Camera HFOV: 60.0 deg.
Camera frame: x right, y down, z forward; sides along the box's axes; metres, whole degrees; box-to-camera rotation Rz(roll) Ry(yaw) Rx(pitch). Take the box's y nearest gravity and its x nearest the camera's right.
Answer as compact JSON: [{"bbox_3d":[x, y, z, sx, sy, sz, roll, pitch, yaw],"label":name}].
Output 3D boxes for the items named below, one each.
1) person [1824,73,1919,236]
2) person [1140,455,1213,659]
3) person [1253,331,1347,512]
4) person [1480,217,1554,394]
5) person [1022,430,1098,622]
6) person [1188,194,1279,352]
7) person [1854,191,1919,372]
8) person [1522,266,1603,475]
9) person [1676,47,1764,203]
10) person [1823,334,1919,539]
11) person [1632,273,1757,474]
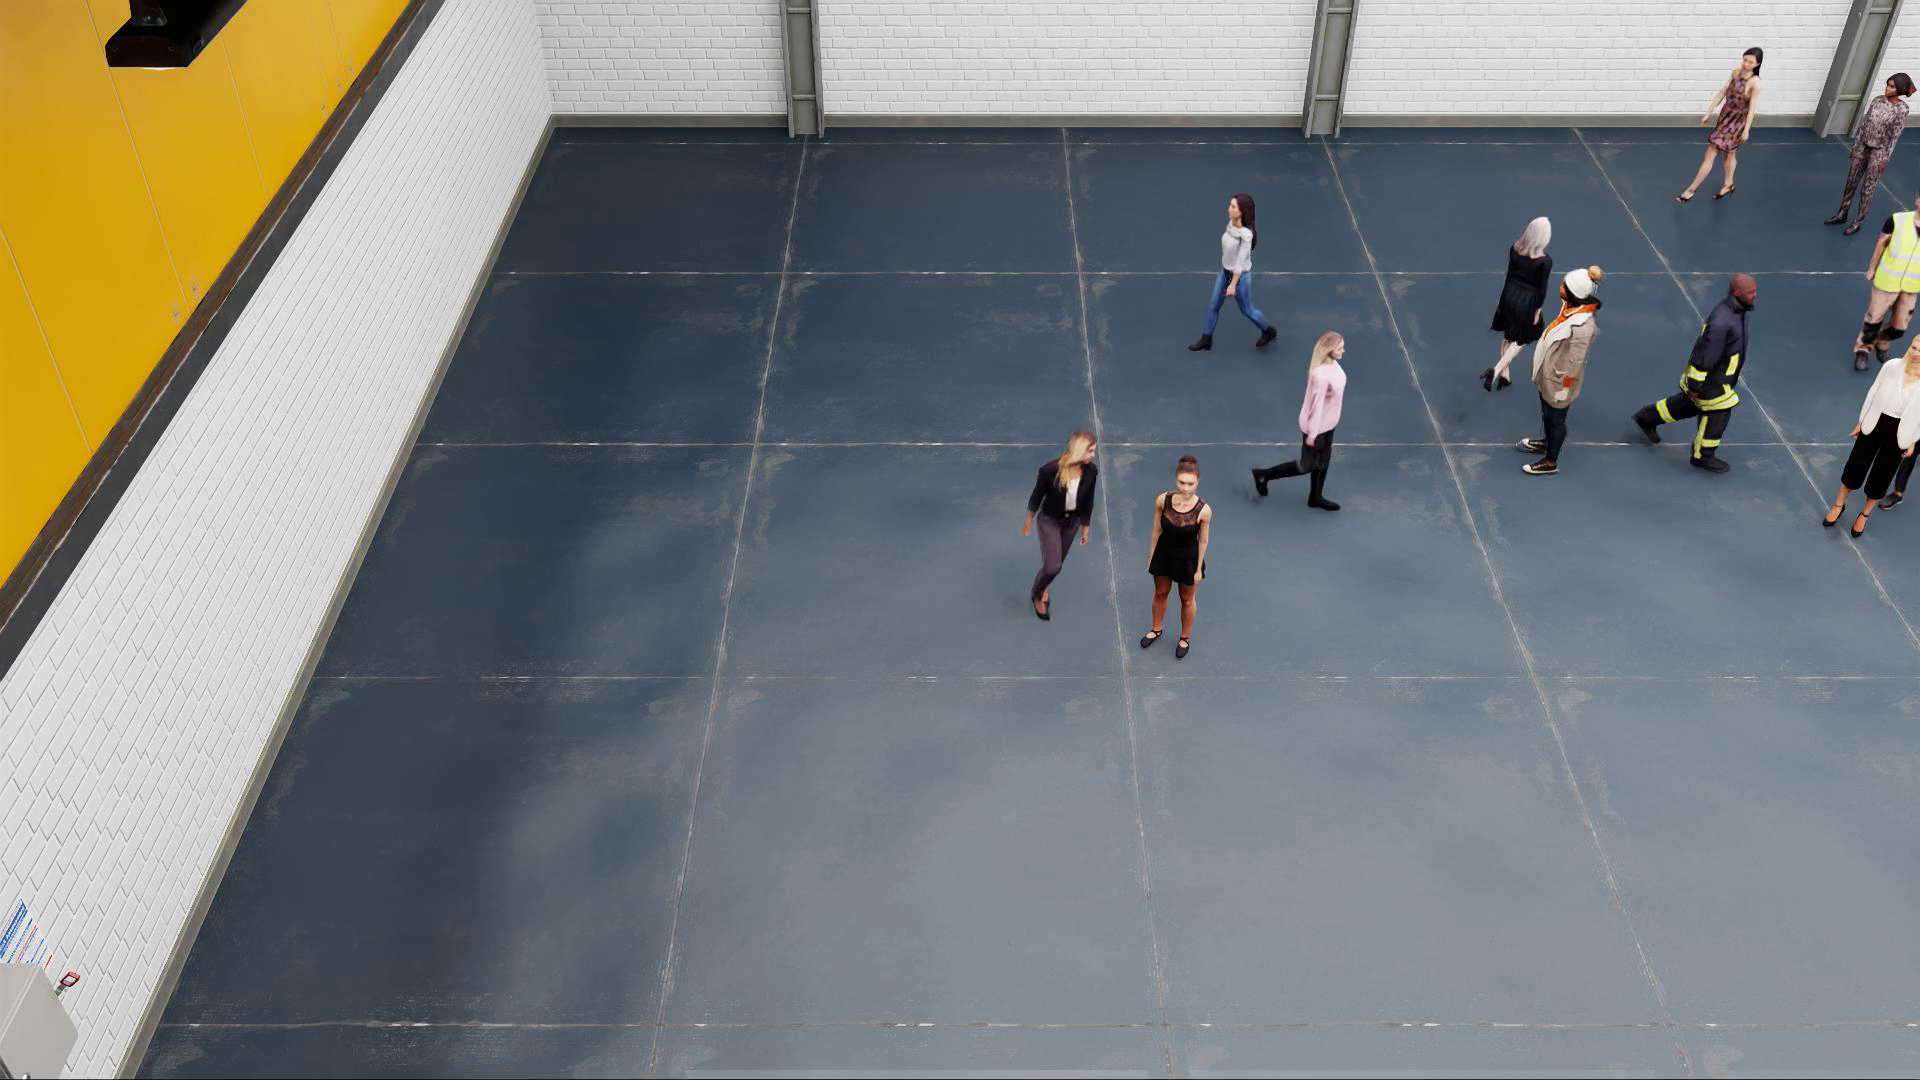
[{"bbox_3d":[9.369,-3.968,17.062,0.676,1.713,0.661,-16,41,-19],"label":"person"},{"bbox_3d":[1.573,0.125,11.974,0.628,1.666,0.730,17,42,20],"label":"person"},{"bbox_3d":[2.778,-0.952,13.317,1.057,1.673,0.834,14,41,17],"label":"person"},{"bbox_3d":[4.865,-2.005,14.589,0.949,1.732,0.870,-29,47,-31],"label":"person"},{"bbox_3d":[0.690,-0.119,12.310,0.724,1.629,0.847,-6,39,-7],"label":"person"},{"bbox_3d":[2.605,-2.398,15.191,1.135,1.595,0.782,-9,40,-11],"label":"person"},{"bbox_3d":[8.463,-2.385,14.985,0.775,1.832,0.876,11,40,14],"label":"person"},{"bbox_3d":[4.992,-1.406,13.710,0.699,1.893,0.737,2,39,2],"label":"person"},{"bbox_3d":[8.208,-4.355,17.524,0.977,1.742,0.744,-5,39,-6],"label":"person"},{"bbox_3d":[7.231,-0.814,12.997,0.672,1.858,0.740,30,47,32],"label":"person"},{"bbox_3d":[6.175,-1.437,13.828,1.263,1.795,1.135,27,46,30],"label":"person"}]
